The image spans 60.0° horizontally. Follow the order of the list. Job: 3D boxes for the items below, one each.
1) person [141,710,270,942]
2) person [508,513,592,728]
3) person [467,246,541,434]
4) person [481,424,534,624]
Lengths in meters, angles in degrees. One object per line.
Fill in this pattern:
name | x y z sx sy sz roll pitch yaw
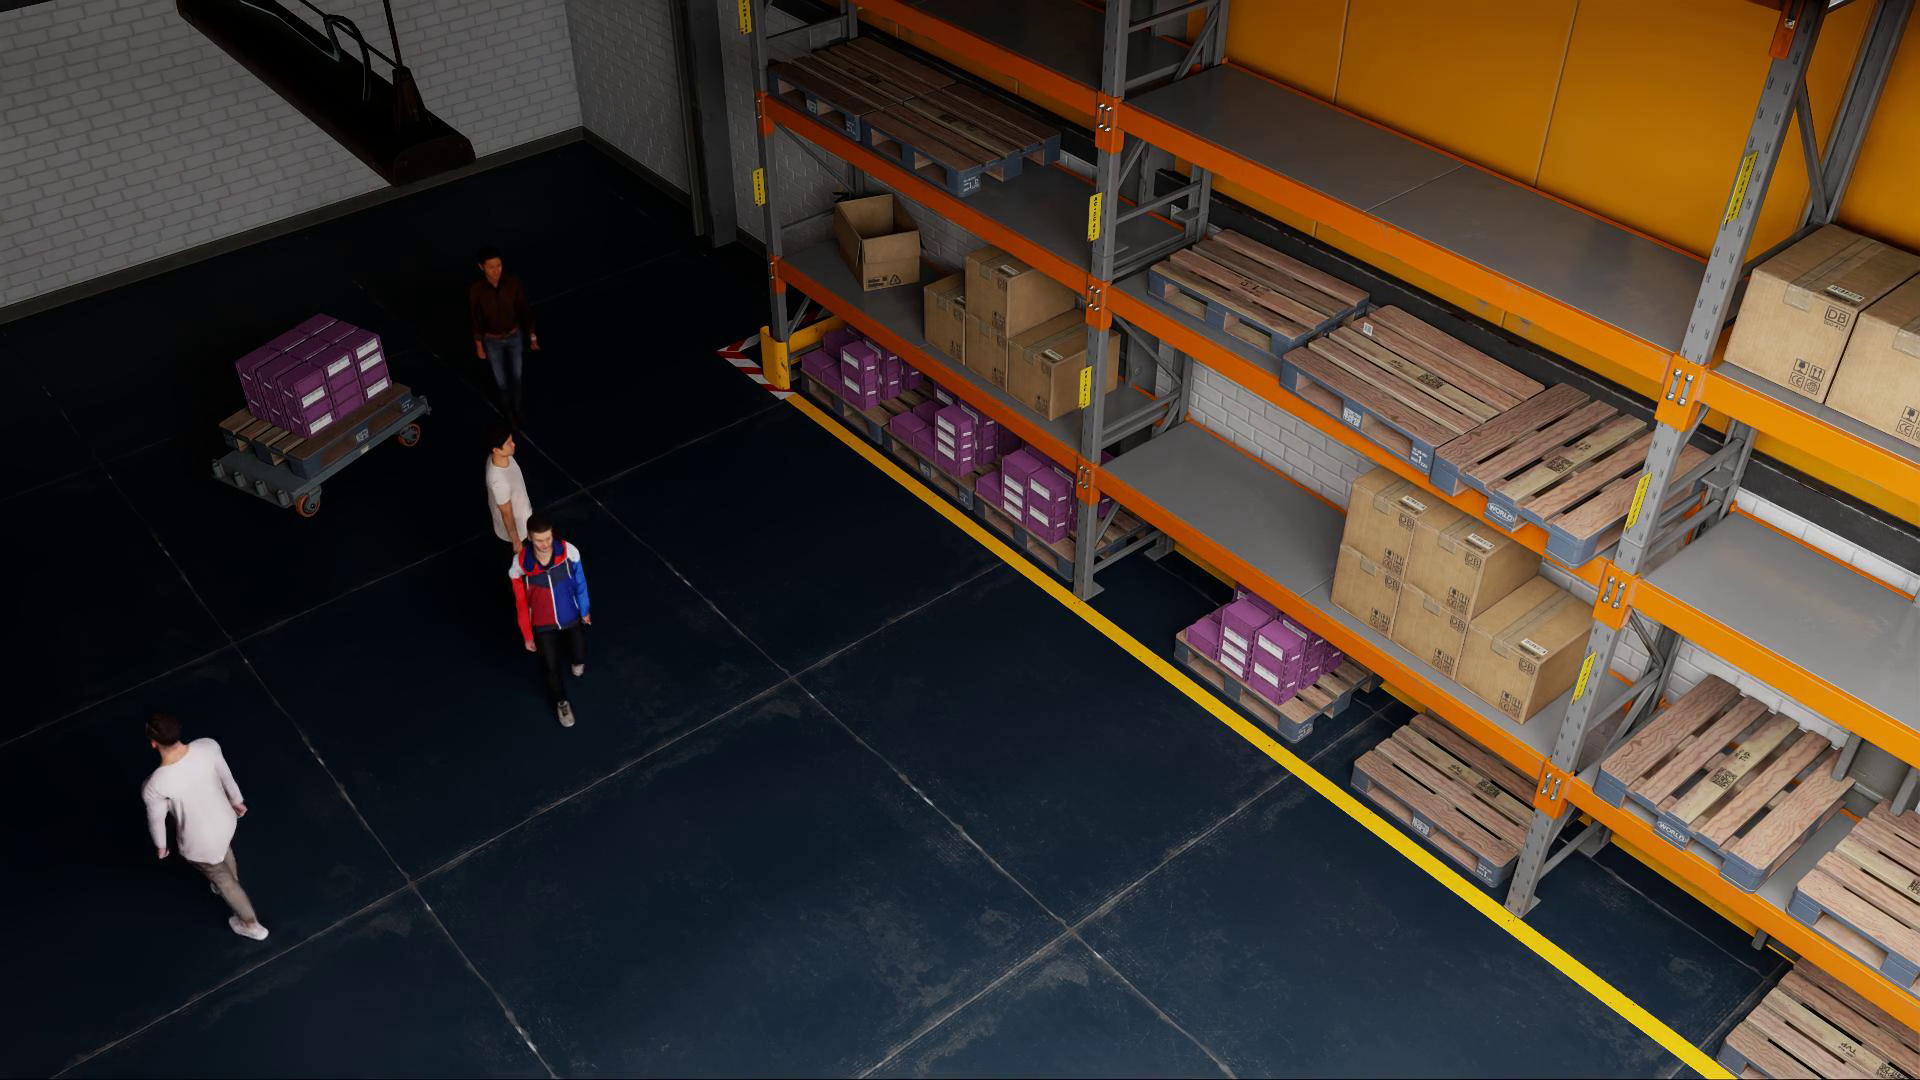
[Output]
person | -4.413 1.728 9.848 0.950 1.825 0.850 18 42 21
person | -2.819 0.469 11.492 0.811 1.741 0.939 -12 40 -15
person | -3.951 -1.762 14.267 0.718 1.763 0.685 -20 43 -24
person | -3.309 -0.139 12.268 0.763 1.721 0.629 -8 39 -10
